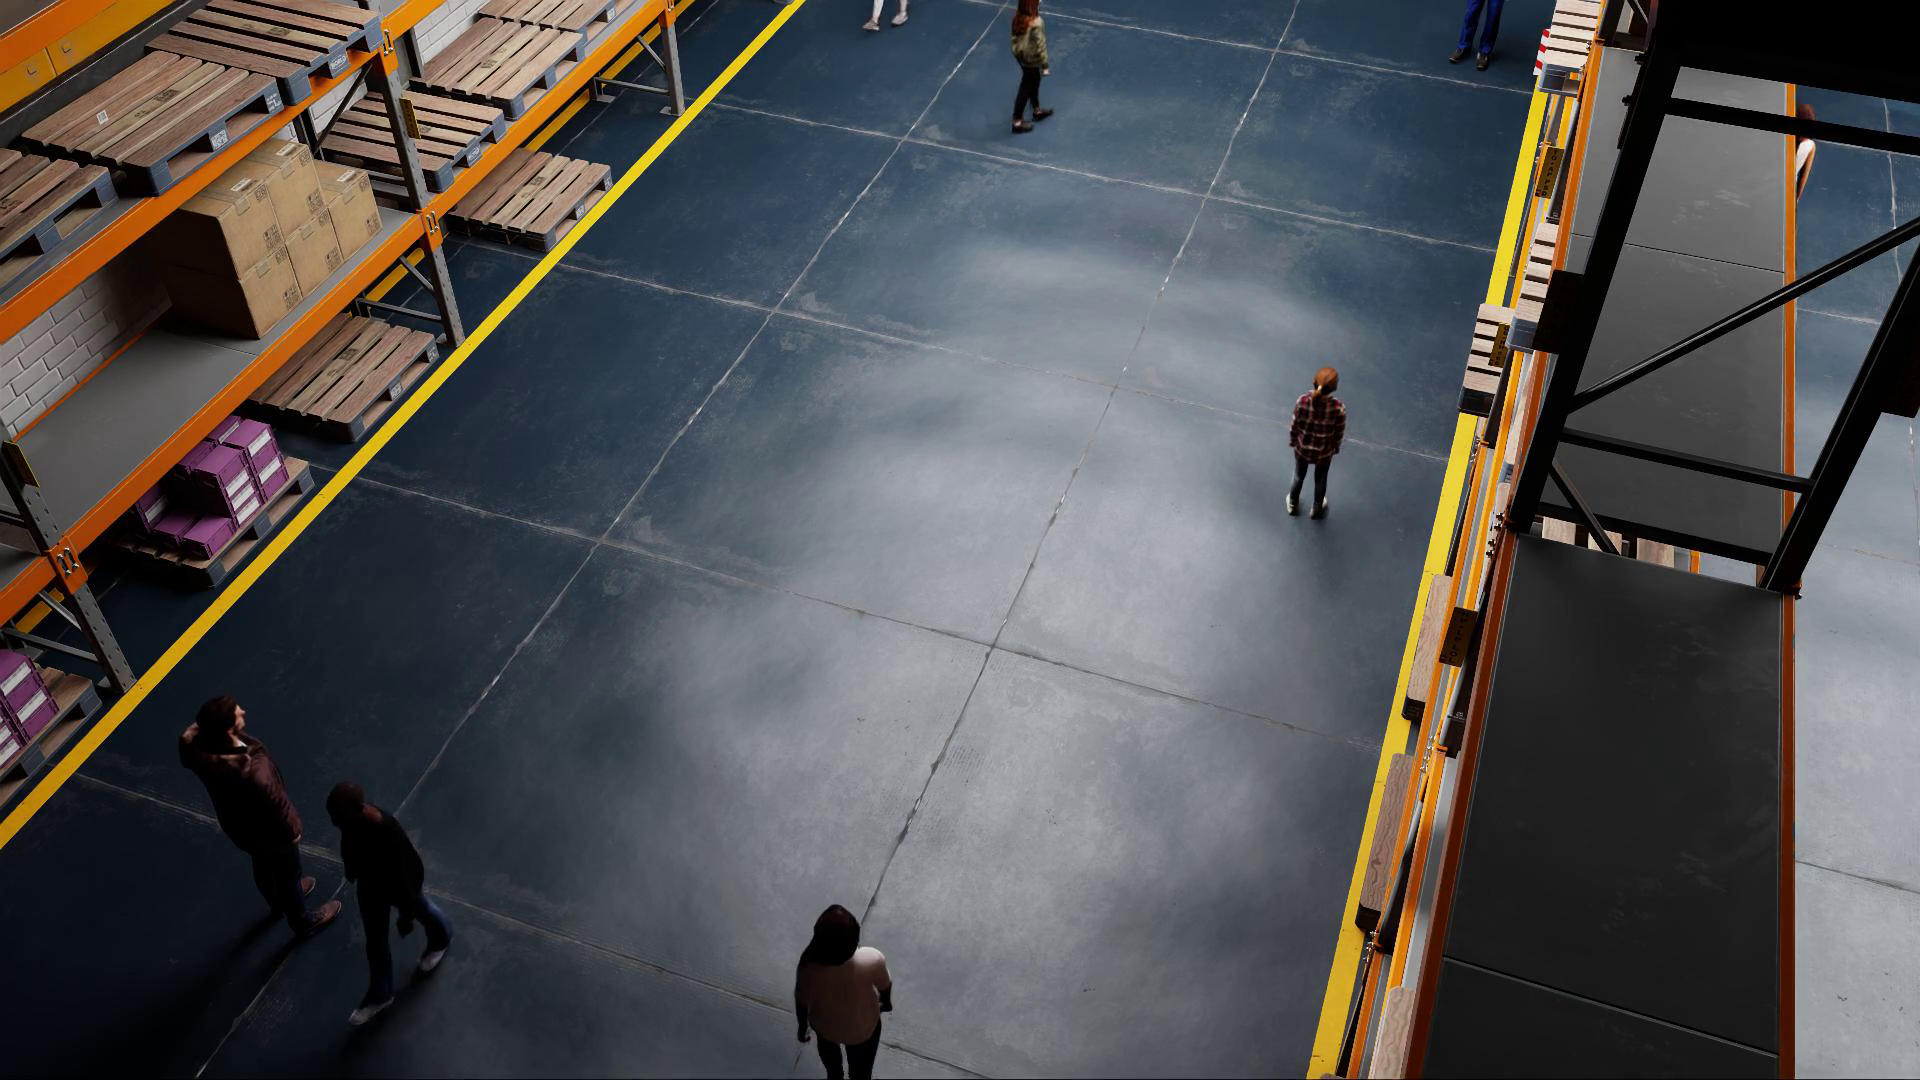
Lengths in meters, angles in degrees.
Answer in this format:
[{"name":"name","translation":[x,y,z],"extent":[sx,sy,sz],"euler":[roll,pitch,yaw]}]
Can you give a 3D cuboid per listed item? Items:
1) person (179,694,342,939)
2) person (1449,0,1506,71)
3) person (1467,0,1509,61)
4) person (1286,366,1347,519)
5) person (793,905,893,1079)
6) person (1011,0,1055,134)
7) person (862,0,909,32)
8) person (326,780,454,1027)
[{"name":"person","translation":[-3.845,1.512,9.085],"extent":[0.815,1.845,0.761],"euler":[26,49,25]},{"name":"person","translation":[5.317,-5.653,16.574],"extent":[0.731,1.888,0.698],"euler":[24,49,23]},{"name":"person","translation":[5.342,-5.692,16.698],"extent":[0.706,1.774,0.707],"euler":[24,49,23]},{"name":"person","translation":[2.517,-0.689,11.787],"extent":[0.525,1.305,0.516],"euler":[13,45,13]},{"name":"person","translation":[-0.561,2.456,8.142],"extent":[0.766,1.779,0.819],"euler":[-2,44,-2]},{"name":"person","translation":[0.587,-4.521,15.694],"extent":[0.876,1.464,0.817],"euler":[-17,46,-17]},{"name":"person","translation":[-0.667,-6.055,17.294],"extent":[0.742,1.478,0.949],"euler":[28,50,26]},{"name":"person","translation":[-2.990,1.768,8.905],"extent":[0.671,1.722,0.995],"euler":[18,46,18]}]
